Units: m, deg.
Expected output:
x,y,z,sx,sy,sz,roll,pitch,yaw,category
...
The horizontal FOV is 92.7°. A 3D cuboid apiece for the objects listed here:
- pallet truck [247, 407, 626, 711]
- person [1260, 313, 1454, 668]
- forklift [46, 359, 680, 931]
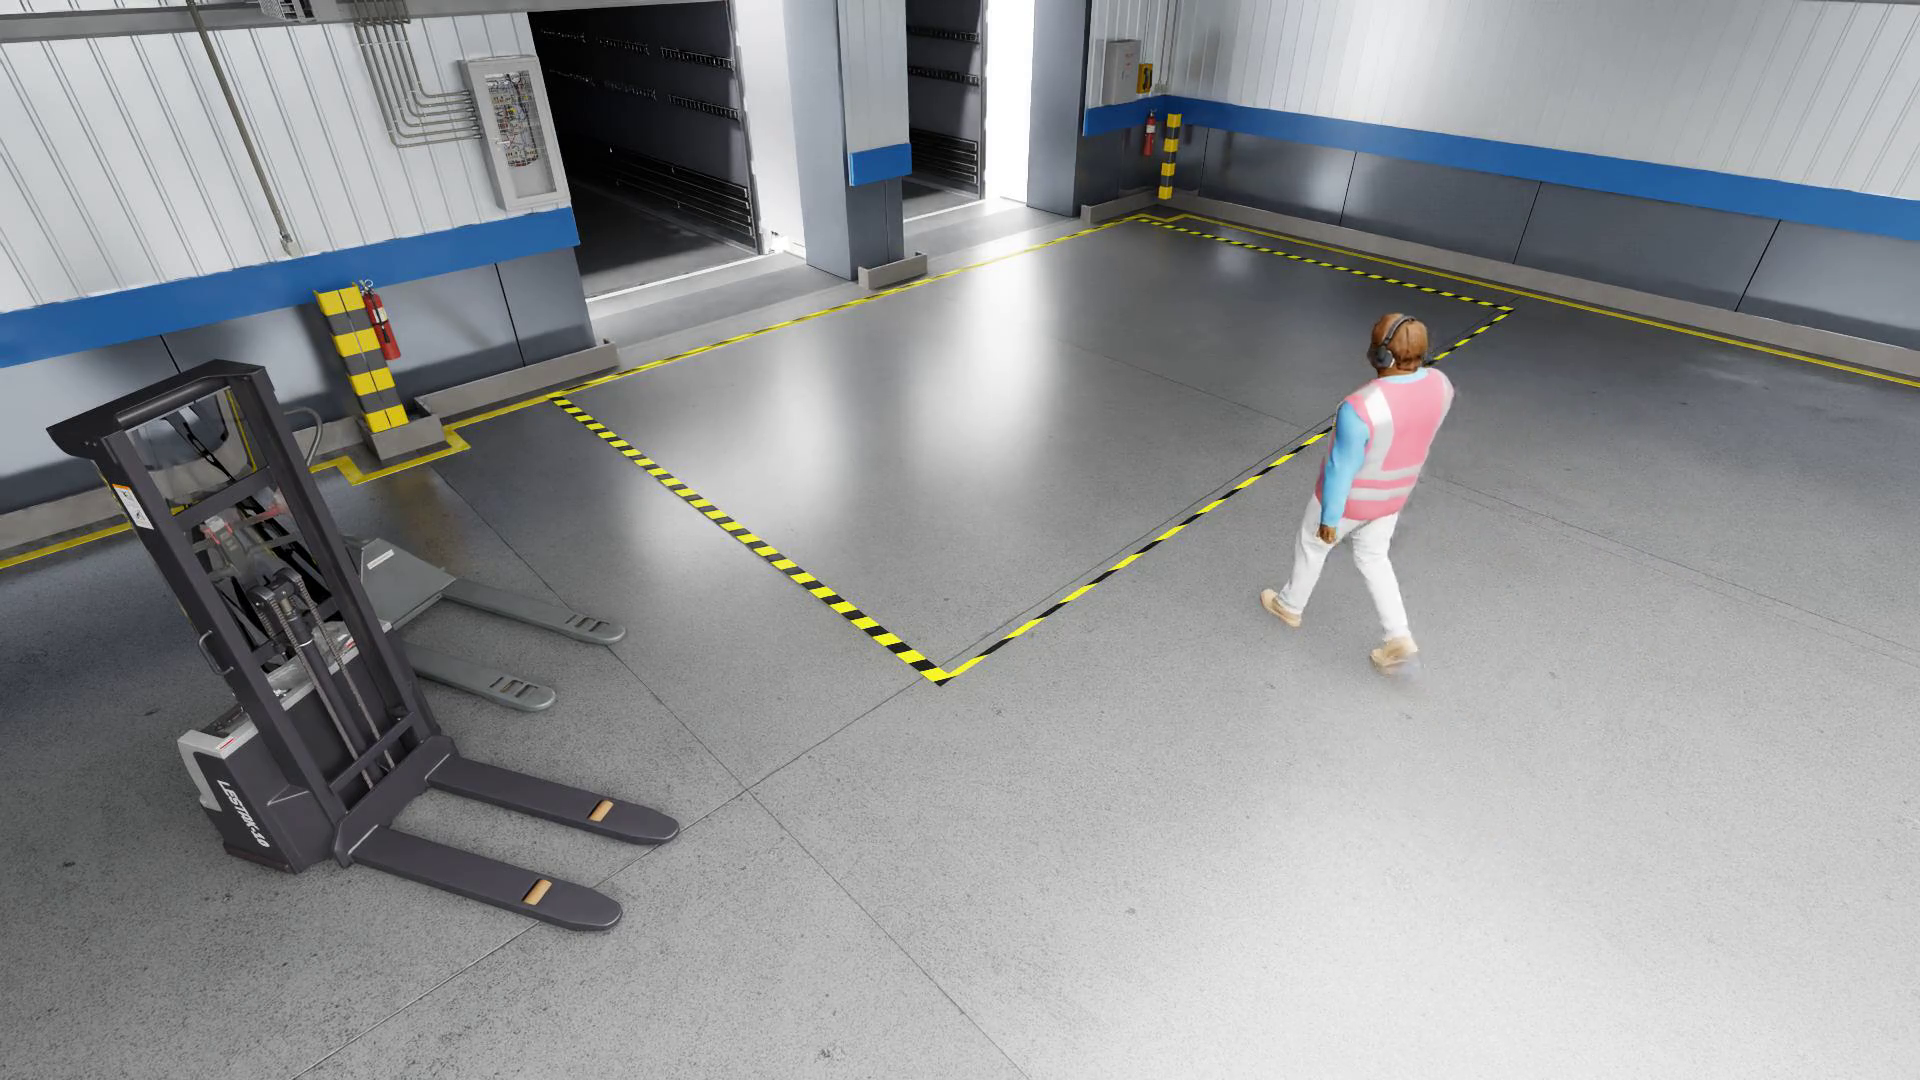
x,y,z,sx,sy,sz,roll,pitch,yaw,category
-2.628,0.038,4.590,1.601,1.201,0.680,12,36,18,pallet truck
1.980,-0.198,4.435,0.621,1.805,0.888,-12,36,-17,person
-2.135,0.422,3.354,1.885,1.965,0.823,10,35,14,forklift
